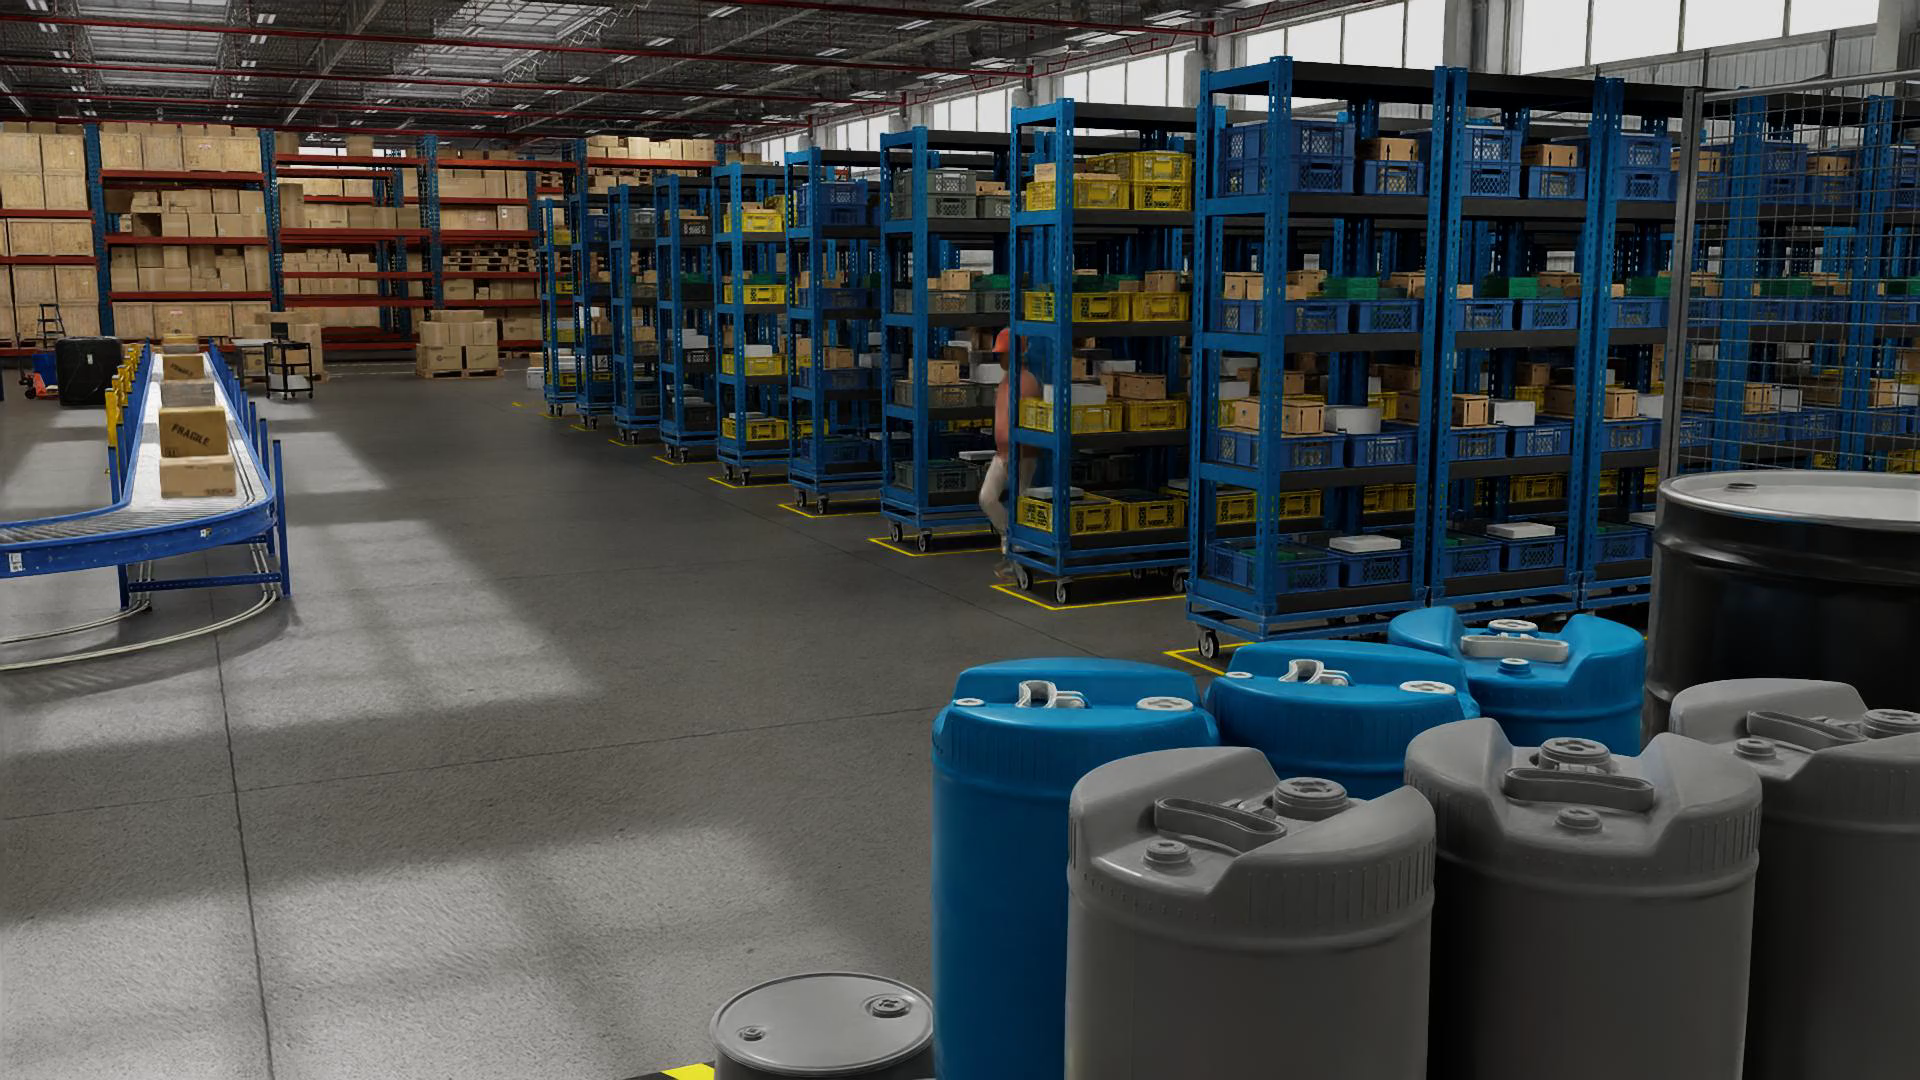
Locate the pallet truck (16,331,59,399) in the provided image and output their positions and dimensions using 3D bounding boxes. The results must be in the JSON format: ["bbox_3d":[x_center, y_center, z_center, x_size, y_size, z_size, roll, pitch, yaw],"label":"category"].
[{"bbox_3d":[-17.082,-3.353,31.781,1.630,1.274,0.653,-4,10,-25],"label":"pallet truck"}]

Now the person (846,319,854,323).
[{"bbox_3d":[-3.283,-6.406,49.336,0.430,1.752,0.526,-4,10,-25],"label":"person"}]

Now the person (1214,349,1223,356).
[{"bbox_3d":[3.453,-2.243,23.236,0.588,1.835,0.403,6,11,31],"label":"person"}]

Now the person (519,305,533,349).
[{"bbox_3d":[-13.158,-6.711,50.593,0.617,1.961,0.624,-3,10,-20],"label":"person"}]

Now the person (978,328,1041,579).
[{"bbox_3d":[0.399,-0.668,13.025,0.451,1.972,0.618,-5,10,-26],"label":"person"}]

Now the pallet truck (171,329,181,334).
[{"bbox_3d":[-17.275,-3.851,35.096,1.601,1.201,0.680,0,9,1],"label":"pallet truck"}]
